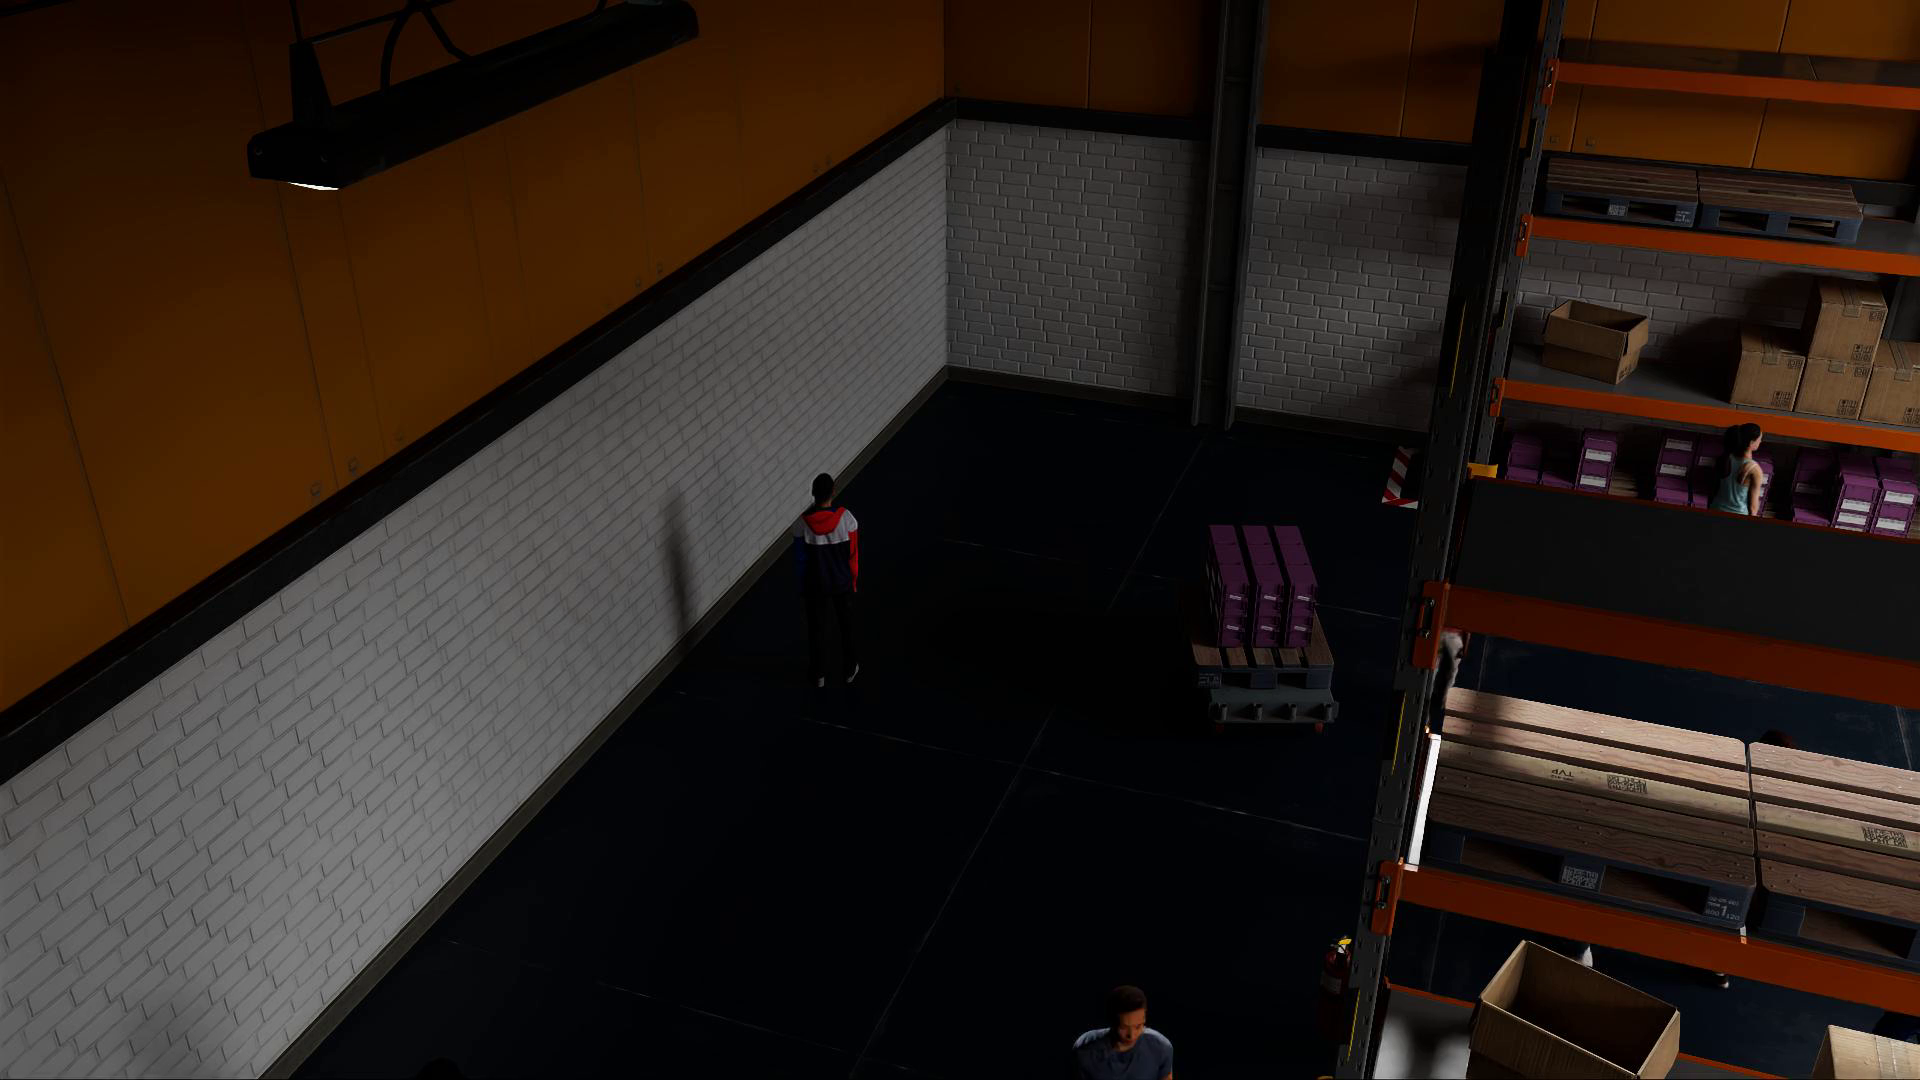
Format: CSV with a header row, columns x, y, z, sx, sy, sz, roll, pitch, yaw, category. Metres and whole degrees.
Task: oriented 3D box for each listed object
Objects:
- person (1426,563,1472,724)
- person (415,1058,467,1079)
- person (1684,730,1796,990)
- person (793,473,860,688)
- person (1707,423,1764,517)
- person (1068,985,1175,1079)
x,y,z,sx,sy,sz,roll,pitch,yaw,category
3.548,0.749,12.194,0.780,1.297,0.603,14,31,23,person
-2.258,2.979,7.759,0.569,1.630,0.704,18,33,29,person
4.637,1.856,9.721,0.645,1.722,0.692,-15,32,-26,person
-0.994,0.303,12.531,0.667,1.757,0.781,-5,29,-10,person
6.132,-0.114,13.289,0.749,1.764,0.675,-16,32,-26,person
0.750,2.766,7.987,1.045,1.785,0.974,-1,29,-2,person
